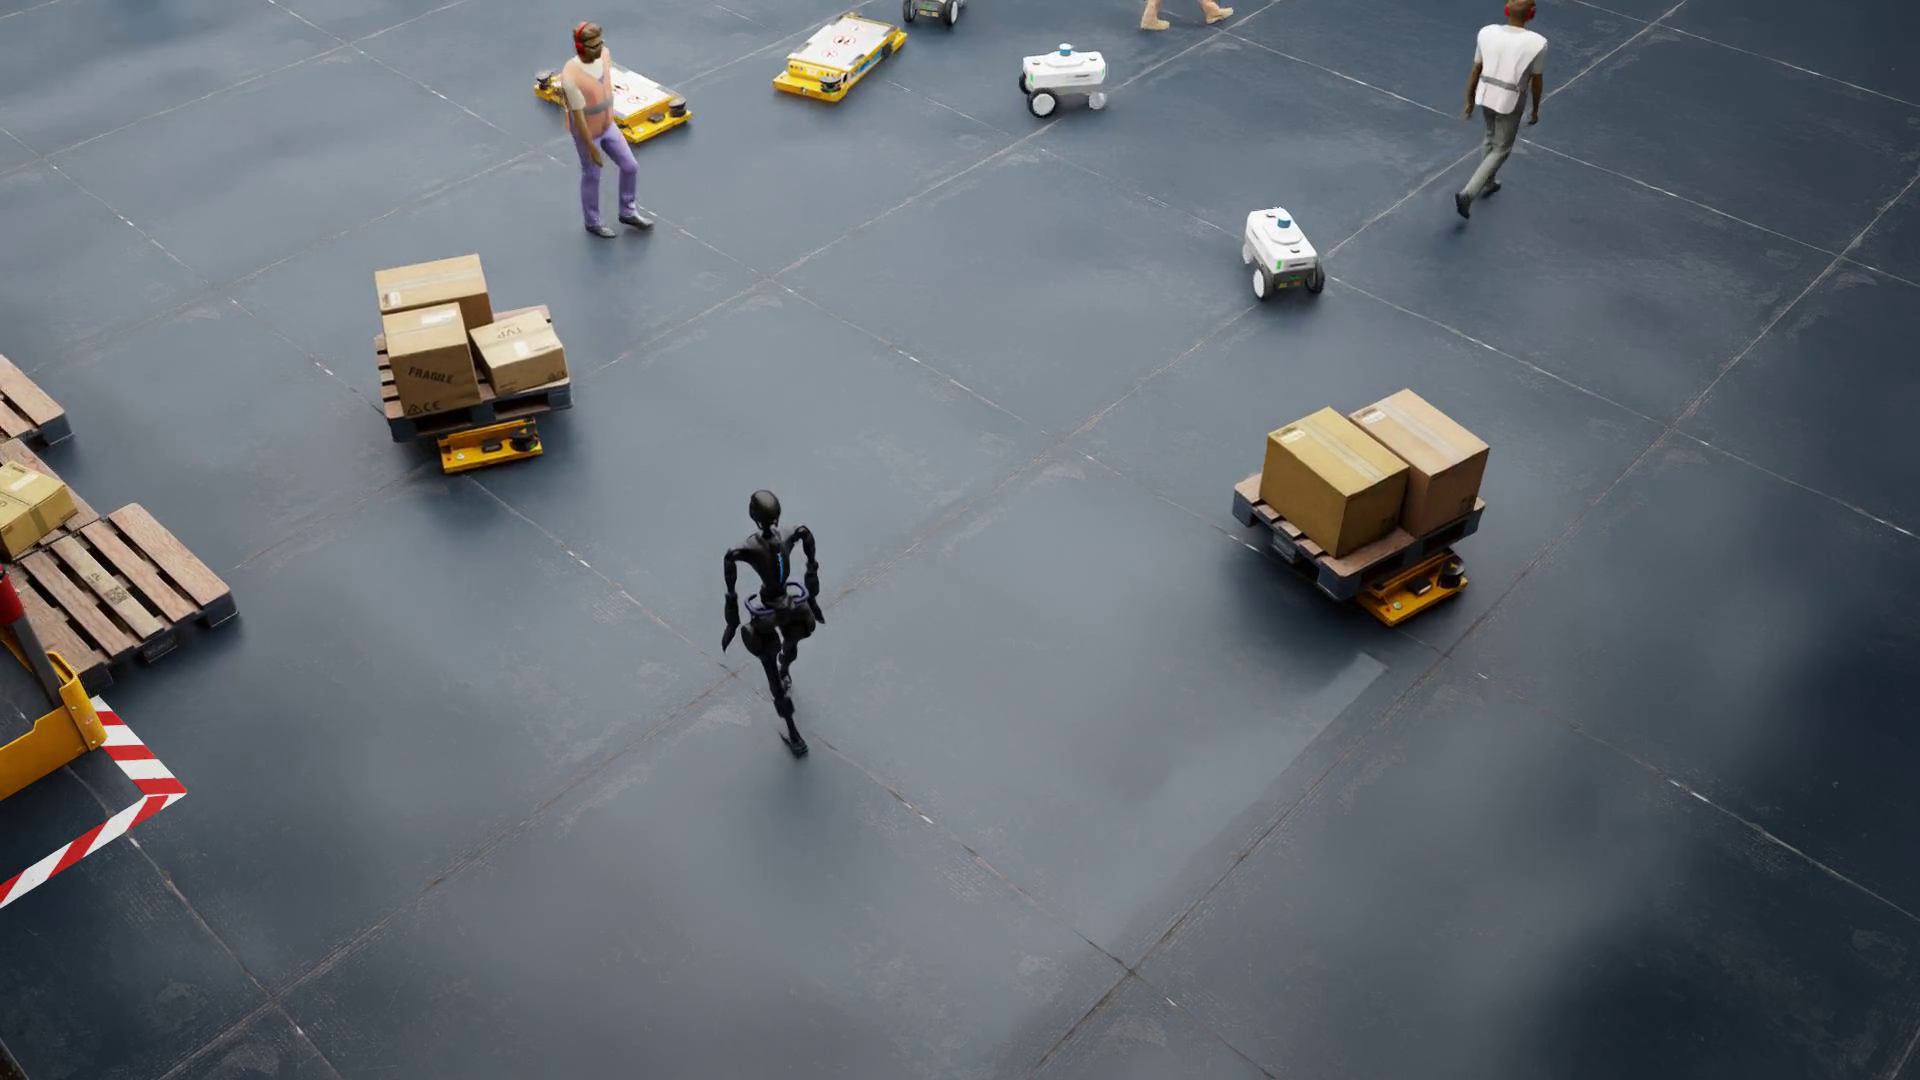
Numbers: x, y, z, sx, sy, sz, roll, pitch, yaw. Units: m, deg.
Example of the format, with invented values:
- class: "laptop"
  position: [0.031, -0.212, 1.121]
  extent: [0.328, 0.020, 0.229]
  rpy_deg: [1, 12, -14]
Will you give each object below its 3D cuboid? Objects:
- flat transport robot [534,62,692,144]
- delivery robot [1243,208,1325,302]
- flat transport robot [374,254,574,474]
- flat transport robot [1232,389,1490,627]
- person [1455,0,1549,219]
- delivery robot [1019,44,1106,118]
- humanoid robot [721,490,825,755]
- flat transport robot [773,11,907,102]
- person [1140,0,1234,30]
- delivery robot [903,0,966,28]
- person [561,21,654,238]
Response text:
- class: "flat transport robot"
  position: [-3.132, -3.973, 14.942]
  extent: [1.431, 0.231, 0.659]
  rpy_deg: [31, 50, 30]
- class: "delivery robot"
  position: [2.463, -2.218, 12.771]
  extent: [0.499, 0.585, 0.765]
  rpy_deg: [-9, 43, -10]
- class: "flat transport robot"
  position: [-3.369, -1.013, 11.652]
  extent: [0.659, 0.231, 1.431]
  rpy_deg: [-13, 44, -14]
- class: "flat transport robot"
  position: [2.479, -0.041, 10.572]
  extent: [0.659, 0.231, 1.431]
  rpy_deg: [-24, 47, -24]
- class: "person"
  position: [4.270, -3.454, 13.210]
  extent: [0.579, 1.810, 0.782]
  rpy_deg: [33, 52, 31]
- class: "delivery robot"
  position: [0.921, -4.153, 14.918]
  extent: [0.768, 0.581, 0.499]
  rpy_deg: [-6, 42, -7]
- class: "humanoid robot"
  position: [-1.034, 0.387, 9.066]
  extent: [0.591, 1.630, 0.744]
  rpy_deg: [-22, 46, -22]
- class: "flat transport robot"
  position: [-1.109, -4.537, 15.569]
  extent: [0.659, 0.231, 1.431]
  rpy_deg: [18, 45, 19]
- class: "person"
  position: [2.191, -5.654, 15.743]
  extent: [0.924, 1.697, 0.465]
  rpy_deg: [1, 42, 1]
- class: "delivery robot"
  position: [-0.233, -5.385, 16.309]
  extent: [0.509, 0.610, 0.781]
  rpy_deg: [11, 43, 12]
- class: "person"
  position: [-2.756, -3.143, 12.859]
  extent: [0.664, 1.816, 0.581]
  rpy_deg: [18, 45, 19]
